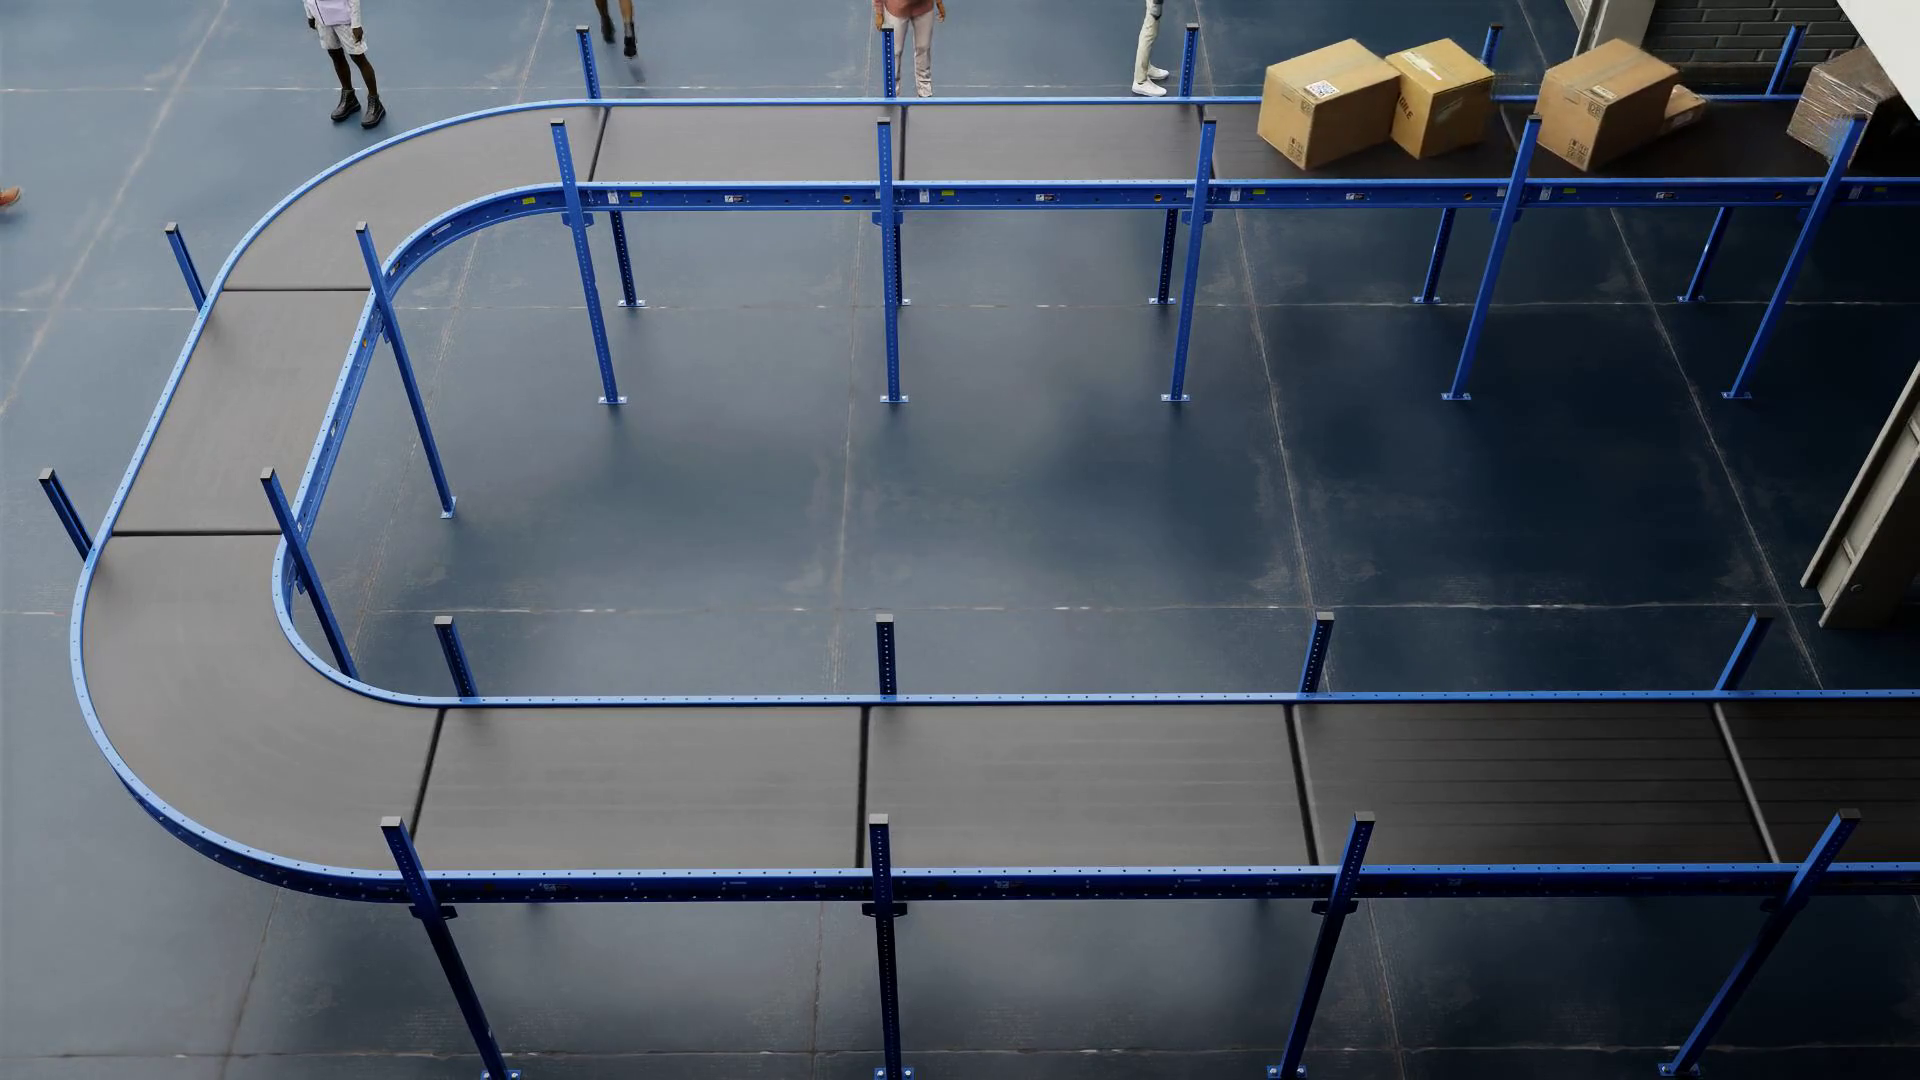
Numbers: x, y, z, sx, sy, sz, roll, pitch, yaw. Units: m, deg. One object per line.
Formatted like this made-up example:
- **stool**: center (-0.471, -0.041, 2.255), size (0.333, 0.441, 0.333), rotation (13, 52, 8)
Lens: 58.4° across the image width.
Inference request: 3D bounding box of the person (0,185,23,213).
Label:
- **person**: center (-7.886, -3.264, 13.012), size (0.808, 1.913, 0.640), rotation (-28, 53, -24)

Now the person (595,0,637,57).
- **person**: center (-3.046, -5.074, 14.712), size (0.549, 1.918, 0.764), rotation (-12, 48, -11)

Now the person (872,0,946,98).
- **person**: center (-0.407, -4.358, 13.982), size (0.624, 1.993, 0.385), rotation (-15, 49, -13)

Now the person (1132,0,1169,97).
- **person**: center (1.655, -4.606, 14.307), size (0.318, 1.865, 0.520), rotation (5, 47, 4)

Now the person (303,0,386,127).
- **person**: center (-5.096, -4.264, 13.934), size (0.547, 1.938, 0.359), rotation (16, 49, 14)
